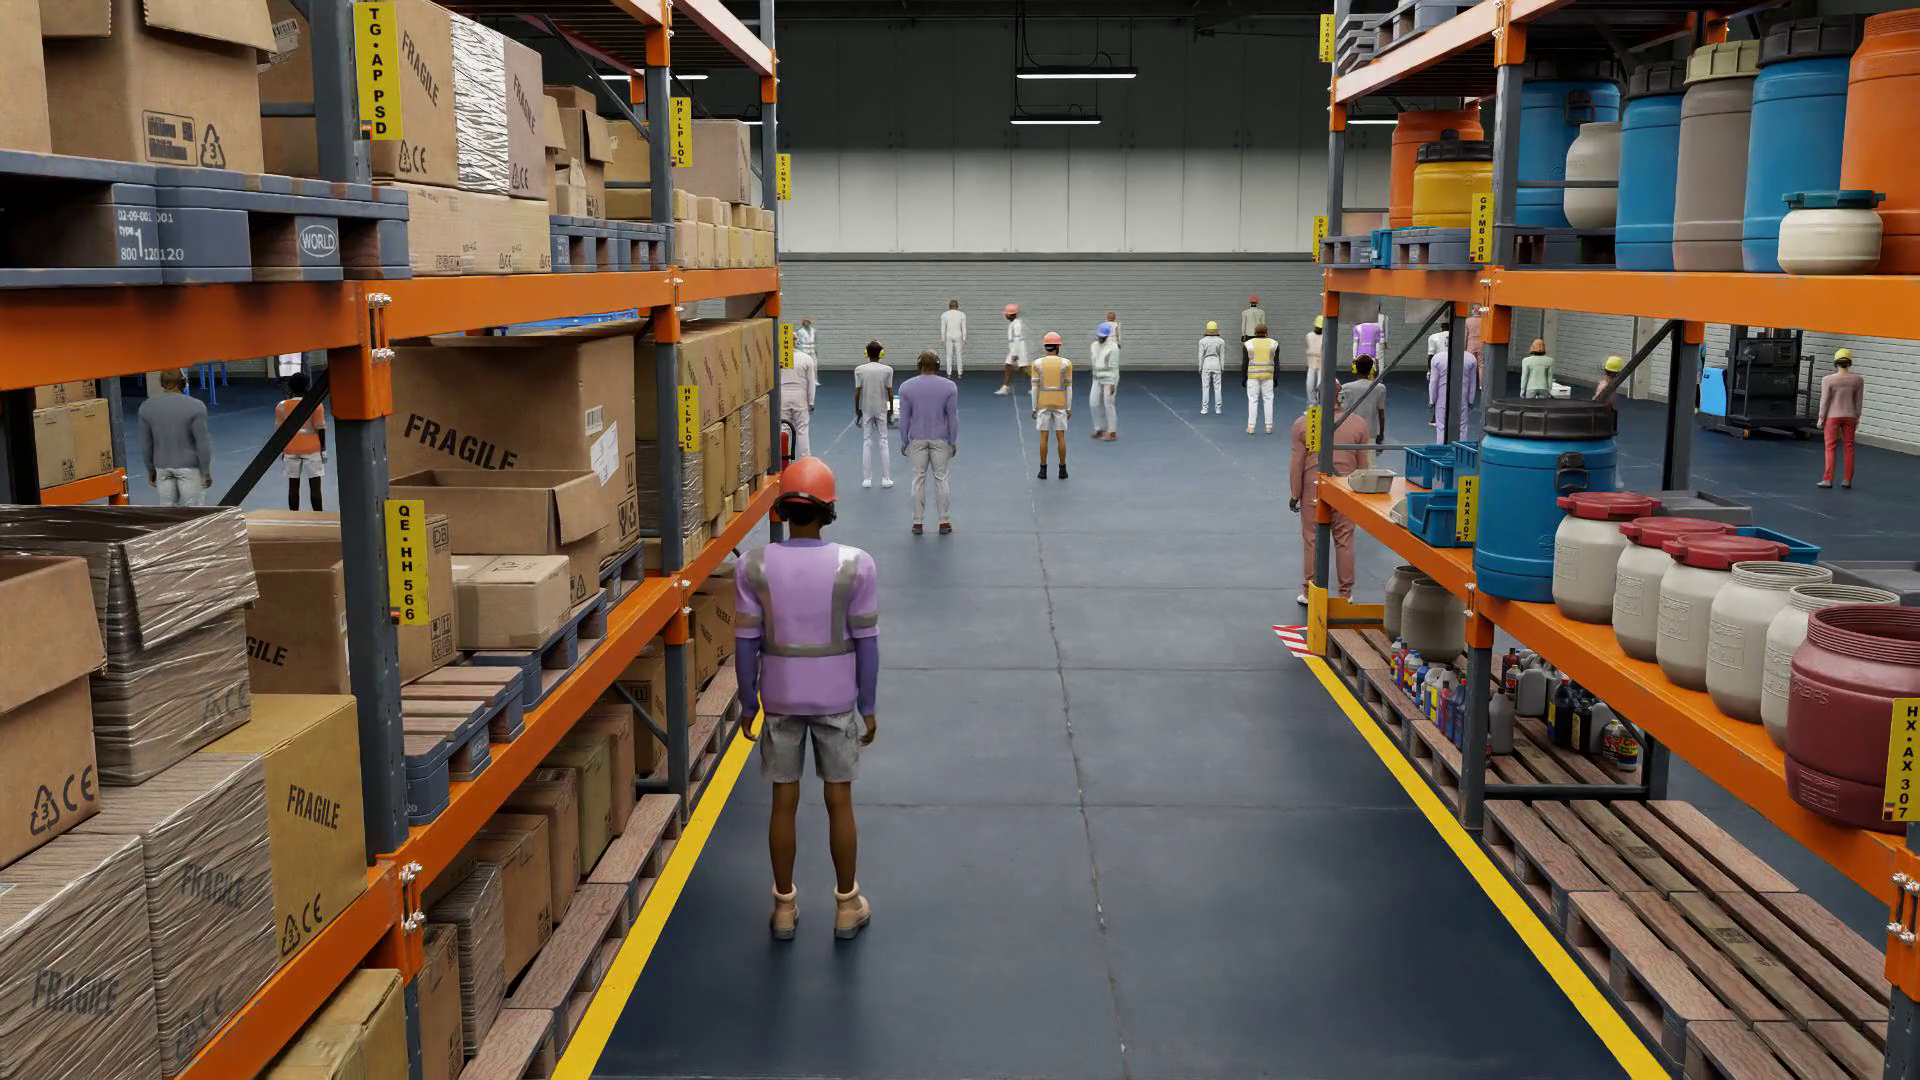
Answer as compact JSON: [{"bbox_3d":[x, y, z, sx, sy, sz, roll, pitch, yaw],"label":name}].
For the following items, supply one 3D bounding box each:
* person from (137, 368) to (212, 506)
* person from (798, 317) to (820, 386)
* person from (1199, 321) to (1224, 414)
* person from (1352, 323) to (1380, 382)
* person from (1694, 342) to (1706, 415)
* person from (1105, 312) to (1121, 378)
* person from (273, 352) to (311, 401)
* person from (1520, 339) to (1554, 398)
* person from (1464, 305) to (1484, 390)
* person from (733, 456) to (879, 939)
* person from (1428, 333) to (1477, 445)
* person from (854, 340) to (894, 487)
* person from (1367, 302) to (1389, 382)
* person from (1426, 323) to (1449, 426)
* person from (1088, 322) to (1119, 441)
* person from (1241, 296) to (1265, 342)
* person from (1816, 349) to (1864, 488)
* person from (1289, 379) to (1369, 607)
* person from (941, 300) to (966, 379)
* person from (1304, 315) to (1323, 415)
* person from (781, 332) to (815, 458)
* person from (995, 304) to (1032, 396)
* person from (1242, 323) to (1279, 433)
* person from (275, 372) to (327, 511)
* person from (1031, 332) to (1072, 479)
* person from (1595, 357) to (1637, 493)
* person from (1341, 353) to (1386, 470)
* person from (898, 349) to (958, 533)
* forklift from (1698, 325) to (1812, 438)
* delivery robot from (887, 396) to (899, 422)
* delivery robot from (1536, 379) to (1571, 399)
[{"bbox_3d":[-7.136,-0.639,15.178,0.628,1.939,0.375,0,9,2],"label":"person"},{"bbox_3d":[-3.491,-4.308,38.117,0.551,1.606,0.416,-7,12,-37],"label":"person"},{"bbox_3d":[4.750,-3.261,31.476,0.487,1.741,0.313,0,9,2],"label":"person"},{"bbox_3d":[8.275,-3.770,33.944,0.547,1.934,0.376,0,9,2],"label":"person"},{"bbox_3d":[13.720,-3.199,31.232,0.536,1.696,0.322,0,9,2],"label":"person"},{"bbox_3d":[3.718,-4.801,40.995,0.514,1.641,0.315,0,9,2],"label":"person"},{"bbox_3d":[-11.040,-2.686,27.509,0.590,1.917,0.395,0,9,2],"label":"person"},{"bbox_3d":[9.159,-2.367,26.441,0.501,1.633,0.282,0,9,2],"label":"person"},{"bbox_3d":[11.554,-4.312,37.276,0.642,1.909,0.399,0,9,2],"label":"person"},{"bbox_3d":[-0.645,0.666,7.045,0.609,2.044,0.397,0,9,2],"label":"person"},{"bbox_3d":[6.816,-1.944,23.091,0.642,1.909,0.399,0,9,2],"label":"person"},{"bbox_3d":[-1.094,-1.609,21.192,0.513,1.872,0.331,0,9,2],"label":"person"},{"bbox_3d":[9.922,-4.740,39.725,0.605,1.944,0.403,0,9,2],"label":"person"},{"bbox_3d":[8.475,-2.981,29.127,0.608,1.963,0.370,0,9,2],"label":"person"},{"bbox_3d":[2.325,-2.533,26.624,0.626,1.898,0.624,9,13,44],"label":"person"},{"bbox_3d":[7.567,-5.307,42.969,0.612,1.994,0.394,0,9,2],"label":"person"},{"bbox_3d":[11.143,-1.538,21.089,0.526,1.765,0.329,0,9,2],"label":"person"},{"bbox_3d":[3.048,-0.395,13.825,0.642,1.905,0.399,0,9,2],"label":"person"},{"bbox_3d":[-0.159,-4.964,41.091,0.628,1.936,0.375,0,9,2],"label":"person"},{"bbox_3d":[6.632,-3.208,30.725,0.602,1.880,0.582,8,13,41],"label":"person"},{"bbox_3d":[-2.301,-1.902,22.851,0.642,1.905,0.399,0,9,2],"label":"person"},{"bbox_3d":[1.264,-4.097,35.817,0.999,1.982,0.655,-3,10,-17],"label":"person"},{"bbox_3d":[5.026,-2.712,27.884,0.623,1.844,0.430,0,9,2],"label":"person"},{"bbox_3d":[-6.990,-0.938,17.691,0.536,1.696,0.322,0,9,2],"label":"person"},{"bbox_3d":[1.211,-1.787,22.065,0.547,1.934,0.376,0,9,2],"label":"person"},{"bbox_3d":[7.848,-1.371,20.225,0.893,1.707,0.560,7,12,37],"label":"person"},{"bbox_3d":[4.363,-1.096,18.118,0.513,1.872,0.331,0,9,2],"label":"person"},{"bbox_3d":[-0.335,-1.042,17.591,0.628,1.939,0.375,0,9,2],"label":"person"},{"bbox_3d":[13.248,-3.165,27.620,1.129,2.768,1.873,0,9,1],"label":"forklift"},{"bbox_3d":[-1.098,-2.263,28.887,0.707,0.478,0.477,0,10,1],"label":"delivery robot"},{"bbox_3d":[11.723,-2.935,32.916,0.707,0.478,0.477,-3,10,-20],"label":"delivery robot"}]
